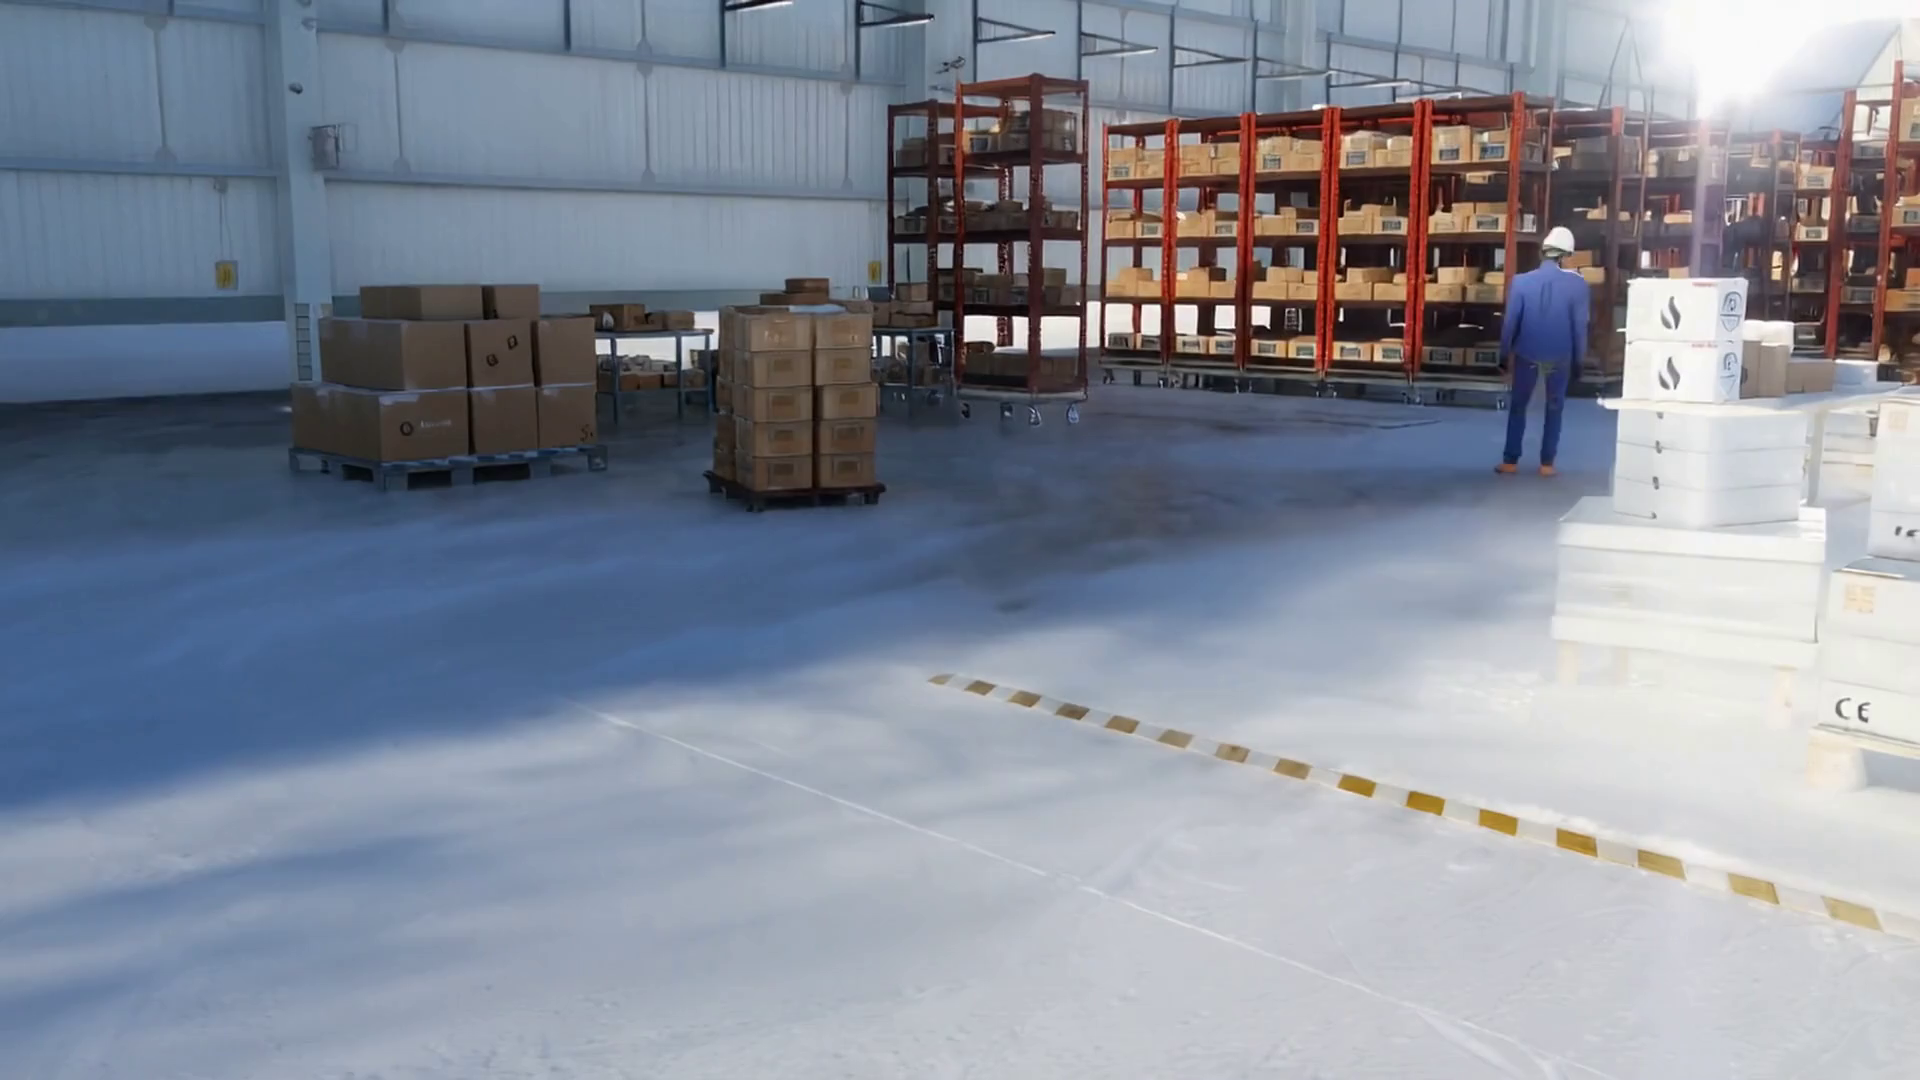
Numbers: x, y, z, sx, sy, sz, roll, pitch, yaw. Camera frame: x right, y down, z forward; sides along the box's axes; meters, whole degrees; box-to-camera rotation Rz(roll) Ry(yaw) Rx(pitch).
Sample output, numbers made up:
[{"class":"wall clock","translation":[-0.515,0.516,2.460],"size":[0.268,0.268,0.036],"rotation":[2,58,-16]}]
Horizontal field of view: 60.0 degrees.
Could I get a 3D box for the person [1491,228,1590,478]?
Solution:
[{"class":"person","translation":[4.590,-1.462,13.196],"size":[0.718,1.968,0.390],"rotation":[2,10,15]}]
